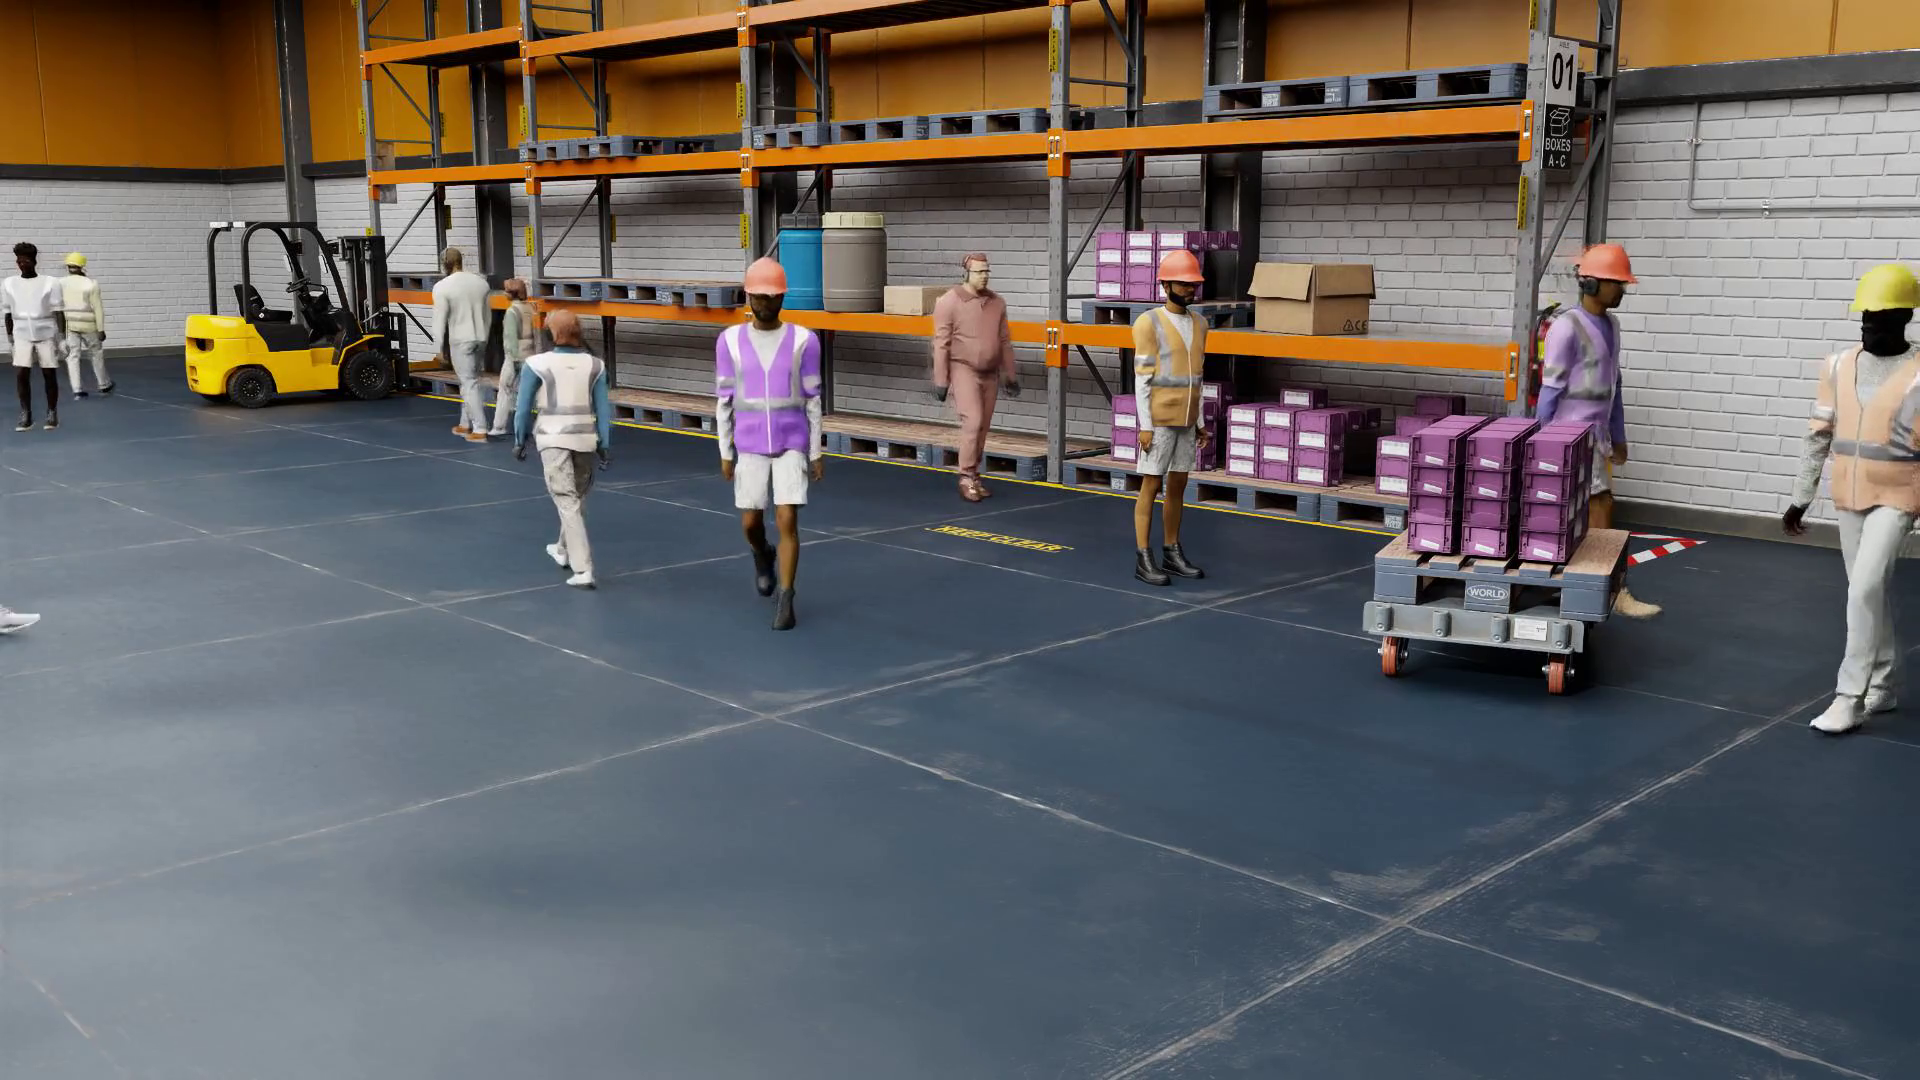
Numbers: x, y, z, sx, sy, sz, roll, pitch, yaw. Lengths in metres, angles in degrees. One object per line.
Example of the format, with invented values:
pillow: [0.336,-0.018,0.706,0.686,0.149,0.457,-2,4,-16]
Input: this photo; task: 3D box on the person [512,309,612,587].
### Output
person: [-2.326,-0.544,9.740,0.515,1.590,0.880,-8,13,-38]

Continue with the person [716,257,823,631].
person: [-0.989,-0.517,8.724,0.550,1.921,0.671,0,10,-1]

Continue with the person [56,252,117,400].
person: [-10.913,-2.669,20.746,0.621,1.796,0.853,-1,10,-6]

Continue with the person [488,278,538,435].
person: [-4.416,-1.841,16.844,0.827,1.614,0.511,3,11,18]

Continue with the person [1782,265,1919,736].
person: [3.675,-0.158,6.802,0.821,1.897,0.593,-4,11,-22]

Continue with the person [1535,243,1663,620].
person: [3.328,-0.610,9.040,1.072,1.988,0.615,9,14,42]

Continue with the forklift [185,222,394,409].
forklift: [-8.169,-2.758,20.163,2.313,2.155,1.214,-10,14,-44]

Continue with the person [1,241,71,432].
person: [-9.592,-2.108,17.276,0.651,1.960,0.505,-3,11,-15]

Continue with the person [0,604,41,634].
person: [-5.160,-0.313,8.194,0.921,1.688,0.504,-2,11,-11]

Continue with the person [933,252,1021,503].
person: [0.174,-1.236,12.710,0.657,1.889,0.634,-9,14,-40]

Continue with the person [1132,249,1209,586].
person: [1.249,-0.712,9.702,0.543,1.939,0.370,-8,13,-37]

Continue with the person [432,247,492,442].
person: [-4.926,-1.915,16.368,0.806,1.901,0.653,7,13,35]
